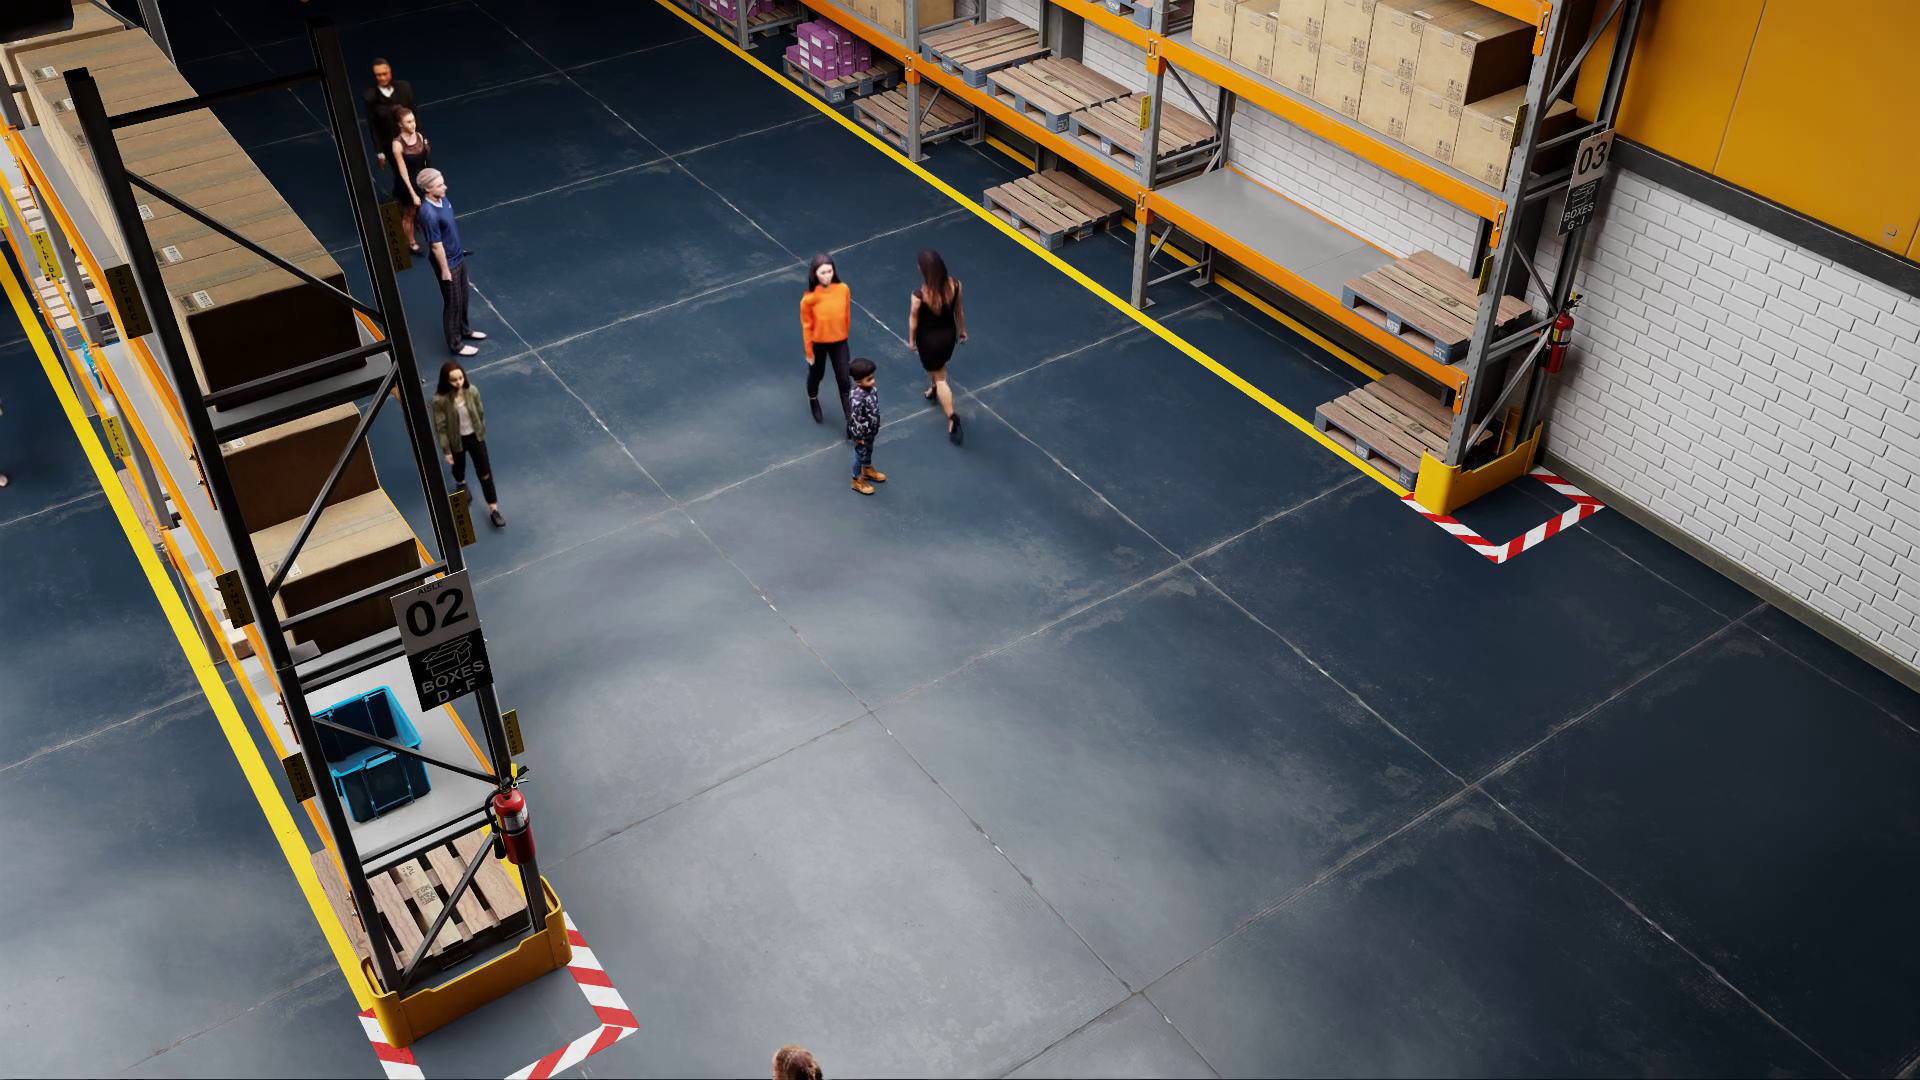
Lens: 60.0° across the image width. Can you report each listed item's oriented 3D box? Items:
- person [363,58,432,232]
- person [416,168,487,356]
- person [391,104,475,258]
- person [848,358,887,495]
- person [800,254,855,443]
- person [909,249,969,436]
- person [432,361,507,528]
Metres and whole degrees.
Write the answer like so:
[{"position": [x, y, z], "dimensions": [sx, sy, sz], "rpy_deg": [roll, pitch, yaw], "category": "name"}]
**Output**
[{"position": [-5.829, -4.144, 17.329], "dimensions": [0.775, 1.887, 0.735], "rpy_deg": [-14, 41, -16], "category": "person"}, {"position": [-4.758, -2.590, 15.399], "dimensions": [0.798, 1.867, 0.688], "rpy_deg": [-1, 39, -1], "category": "person"}, {"position": [-5.575, -3.599, 16.848], "dimensions": [1.143, 1.636, 0.839], "rpy_deg": [23, 44, 26], "category": "person"}, {"position": [-0.799, -0.967, 13.862], "dimensions": [0.580, 1.248, 0.558], "rpy_deg": [18, 42, 22], "category": "person"}, {"position": [-1.196, -1.710, 14.430], "dimensions": [0.771, 1.702, 1.114], "rpy_deg": [-16, 41, -19], "category": "person"}, {"position": [-0.156, -1.670, 14.405], "dimensions": [0.710, 1.669, 1.052], "rpy_deg": [-21, 43, -24], "category": "person"}, {"position": [-4.075, -0.834, 13.540], "dimensions": [0.621, 1.443, 0.990], "rpy_deg": [-21, 43, -25], "category": "person"}]
